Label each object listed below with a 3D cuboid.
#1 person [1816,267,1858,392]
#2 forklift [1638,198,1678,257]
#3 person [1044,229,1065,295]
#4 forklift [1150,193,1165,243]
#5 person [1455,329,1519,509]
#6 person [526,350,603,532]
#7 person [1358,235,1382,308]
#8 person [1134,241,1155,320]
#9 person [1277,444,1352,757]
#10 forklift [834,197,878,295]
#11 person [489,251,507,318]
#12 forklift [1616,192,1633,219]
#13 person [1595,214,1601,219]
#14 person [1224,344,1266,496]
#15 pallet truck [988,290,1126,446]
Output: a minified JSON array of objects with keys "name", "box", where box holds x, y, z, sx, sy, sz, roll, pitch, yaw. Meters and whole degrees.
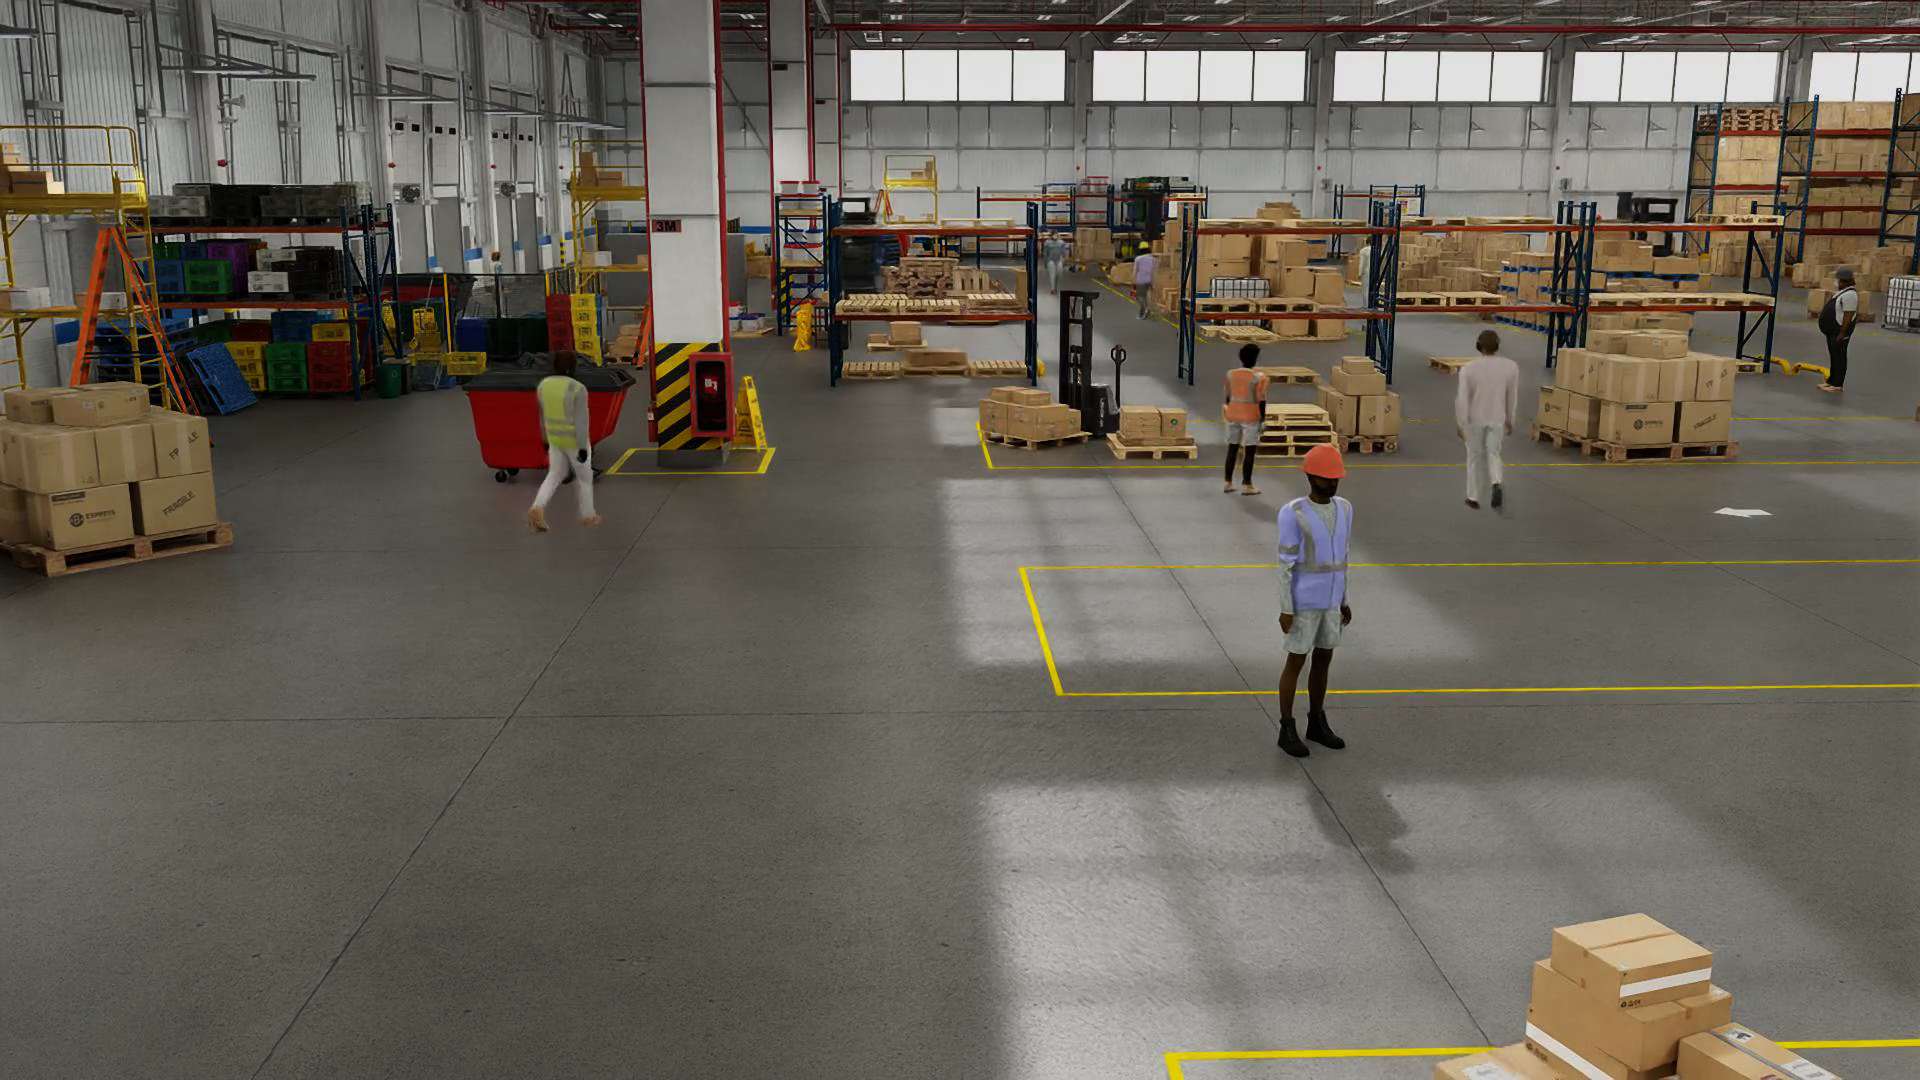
[{"name":"person","box":[14.316,-3.441,27.169,0.538,2.000,0.685,4,13,16]},{"name":"forklift","box":[19.187,-8.016,45.914,1.129,2.768,1.873,0,12,-2]},{"name":"person","box":[2.754,-8.121,48.559,0.644,1.923,0.473,-3,13,-12]},{"name":"forklift","box":[6.713,-10.463,56.963,1.873,2.768,1.129,0,12,-1]},{"name":"person","box":[5.545,-1.256,17.559,0.646,1.929,0.536,0,12,1]},{"name":"person","box":[-3.970,-0.984,16.598,0.632,1.818,0.837,7,14,30]},{"name":"person","box":[10.562,-6.882,42.937,0.630,1.940,0.370,-5,13,-20]},{"name":"person","box":[4.465,-6.268,40.231,0.591,1.910,0.596,-7,14,-28]},{"name":"person","box":[2.196,0.364,10.221,0.551,1.936,0.356,-7,14,-29]},{"name":"forklift","box":[-3.061,-8.503,48.113,1.129,2.768,1.873,-2,13,-10]},{"name":"person","box":[-11.380,-6.266,40.859,0.526,1.631,0.318,12,17,43]},{"name":"forklift","box":[24.112,-11.266,60.588,1.873,2.768,1.129,8,15,33]},{"name":"person","box":[25.006,-11.860,65.466,0.566,1.914,0.513,3,13,13]},{"name":"person","box":[3.159,-1.335,18.474,0.539,1.686,0.319,10,16,37]},{"name":"pallet truck","box":[1.257,-2.299,22.111,1.885,1.965,0.823,-9,15,-35]}]
